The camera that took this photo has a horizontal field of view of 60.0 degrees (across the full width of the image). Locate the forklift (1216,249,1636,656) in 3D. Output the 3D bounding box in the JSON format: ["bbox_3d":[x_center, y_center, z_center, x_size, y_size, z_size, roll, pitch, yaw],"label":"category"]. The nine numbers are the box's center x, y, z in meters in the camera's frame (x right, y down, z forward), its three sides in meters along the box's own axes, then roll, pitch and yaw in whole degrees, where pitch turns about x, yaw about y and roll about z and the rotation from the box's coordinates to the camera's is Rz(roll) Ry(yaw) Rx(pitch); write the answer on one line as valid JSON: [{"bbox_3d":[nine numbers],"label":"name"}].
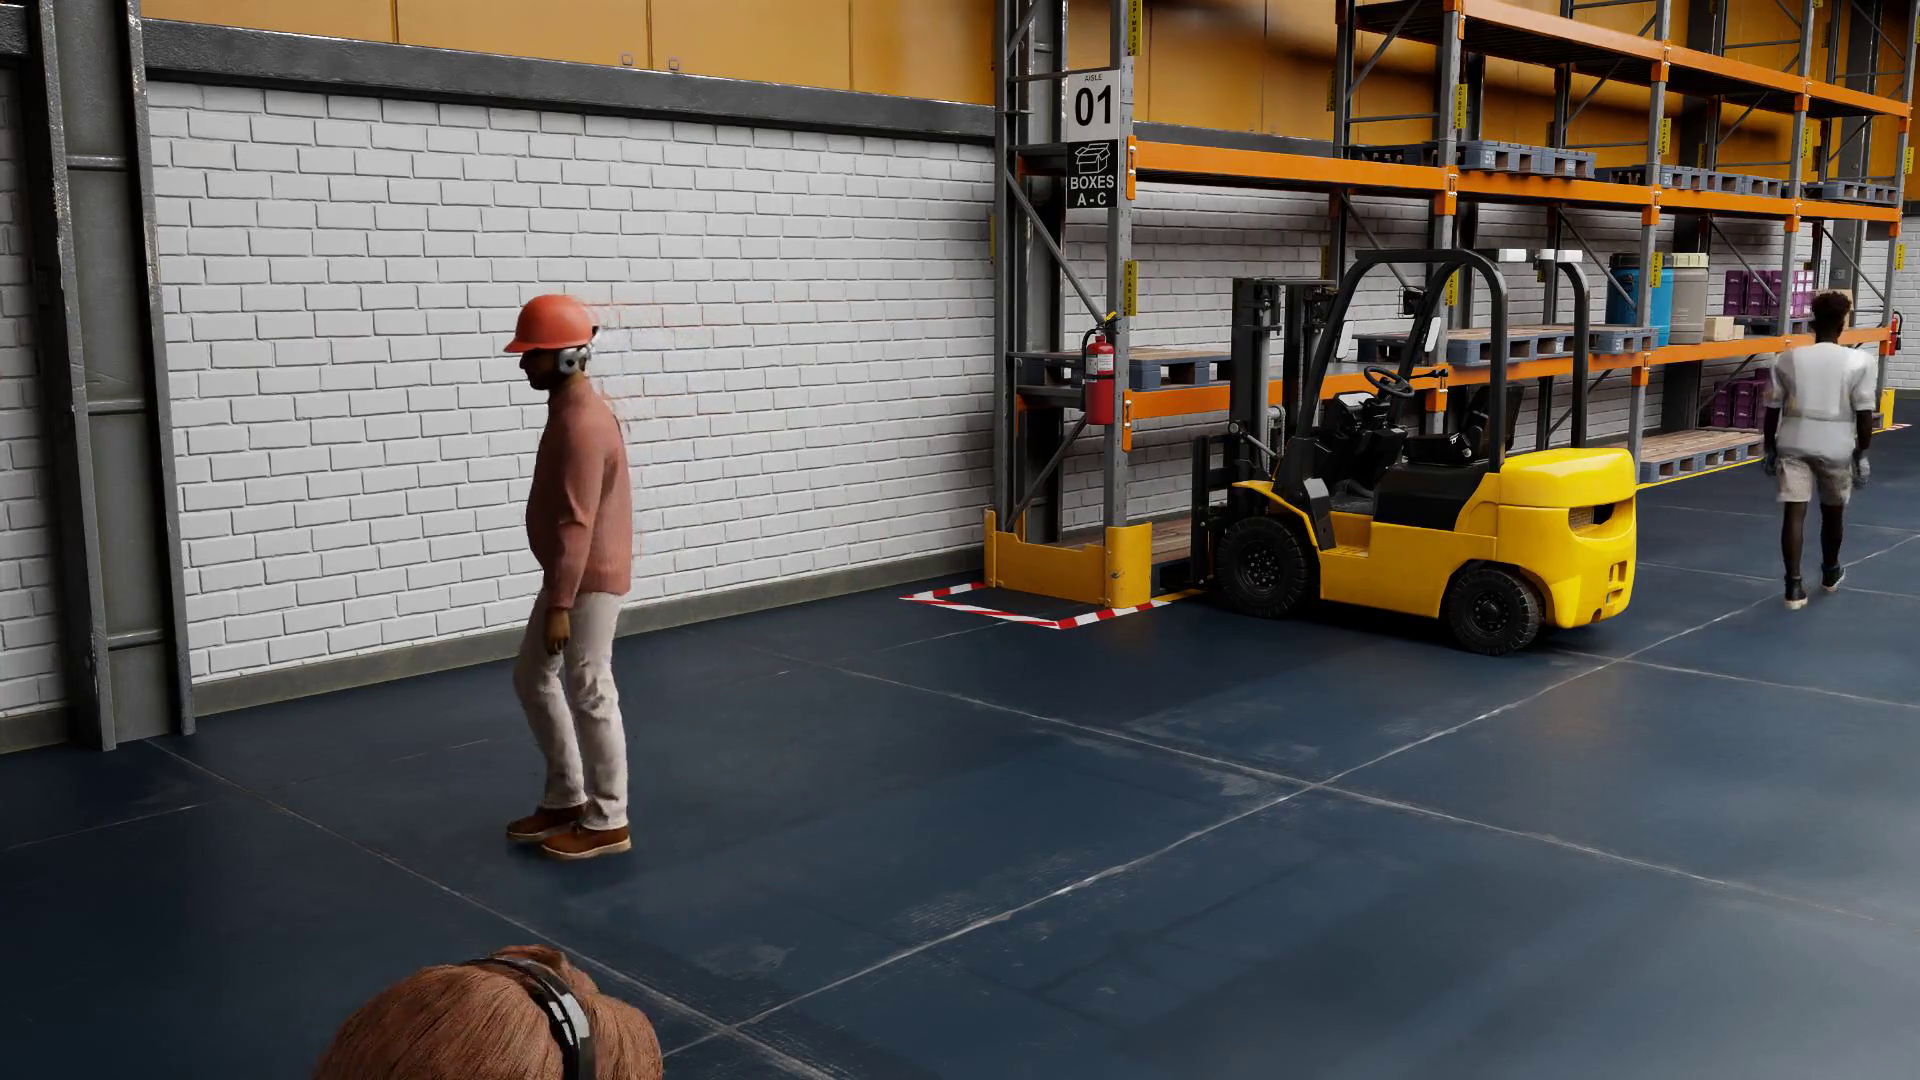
[{"bbox_3d":[2.710,-0.584,9.626,2.313,2.155,1.214,9,13,43],"label":"forklift"}]

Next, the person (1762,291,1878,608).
[{"bbox_3d":[5.351,-0.573,10.362,0.631,1.923,0.941,6,11,33],"label":"person"}]

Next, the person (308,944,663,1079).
[{"bbox_3d":[-0.435,1.094,1.127,0.673,1.613,0.376,-3,10,-20],"label":"person"}]

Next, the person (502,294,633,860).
[{"bbox_3d":[-1.415,0.152,5.746,0.573,1.979,0.653,-3,10,-19],"label":"person"}]
